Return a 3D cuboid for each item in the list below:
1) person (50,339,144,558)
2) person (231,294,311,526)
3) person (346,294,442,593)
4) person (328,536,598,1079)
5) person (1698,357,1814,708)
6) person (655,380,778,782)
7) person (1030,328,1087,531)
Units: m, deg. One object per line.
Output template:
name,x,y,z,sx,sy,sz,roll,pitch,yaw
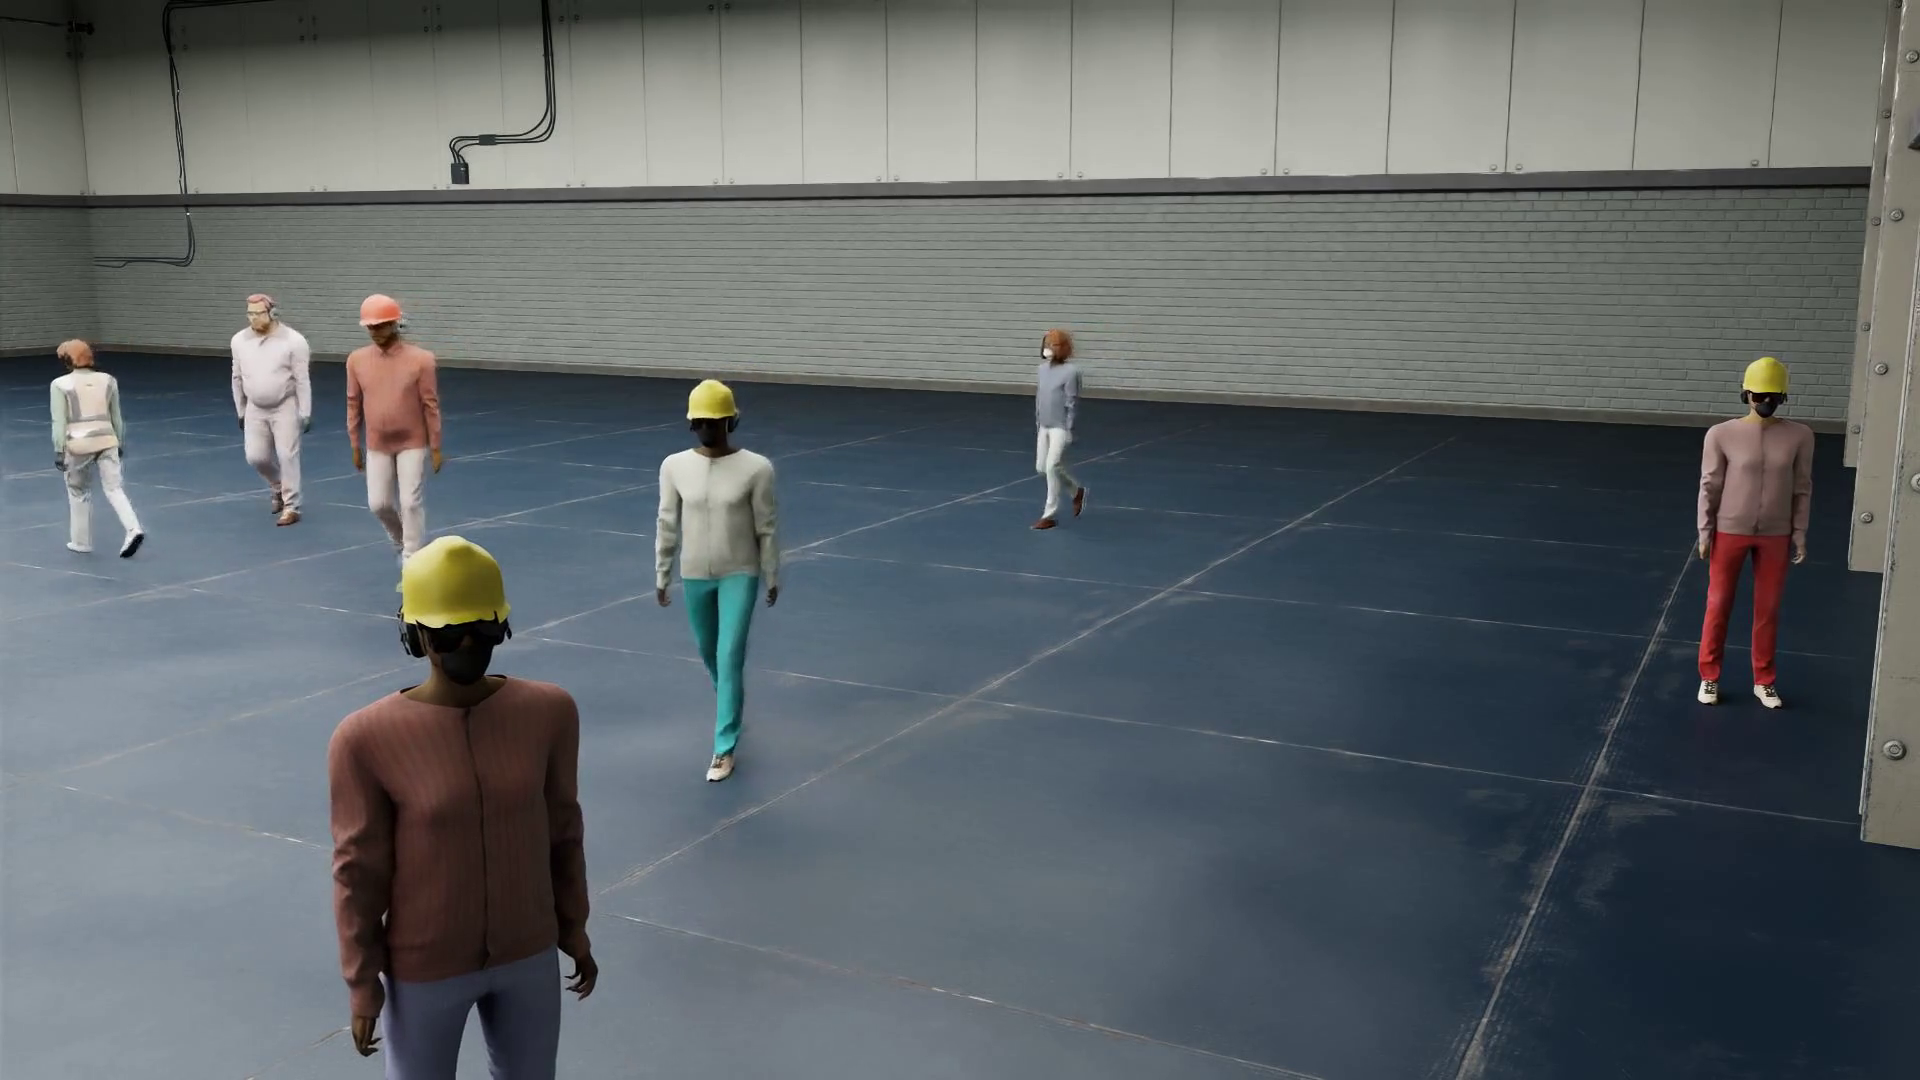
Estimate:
person,-6.339,-0.668,12.186,0.758,1.605,0.550,7,13,35
person,-5.606,-1.069,13.598,0.671,1.887,0.501,0,10,0
person,-3.759,-0.657,11.114,0.639,1.972,0.615,0,10,-1
person,-0.993,0.860,3.404,0.533,1.768,0.310,-8,13,-37
person,3.945,-0.028,8.275,0.524,1.761,0.334,2,10,8
person,-1.077,0.130,7.491,0.536,1.735,0.863,1,10,7
person,0.804,-0.896,13.386,0.588,1.615,0.502,-7,13,-35
